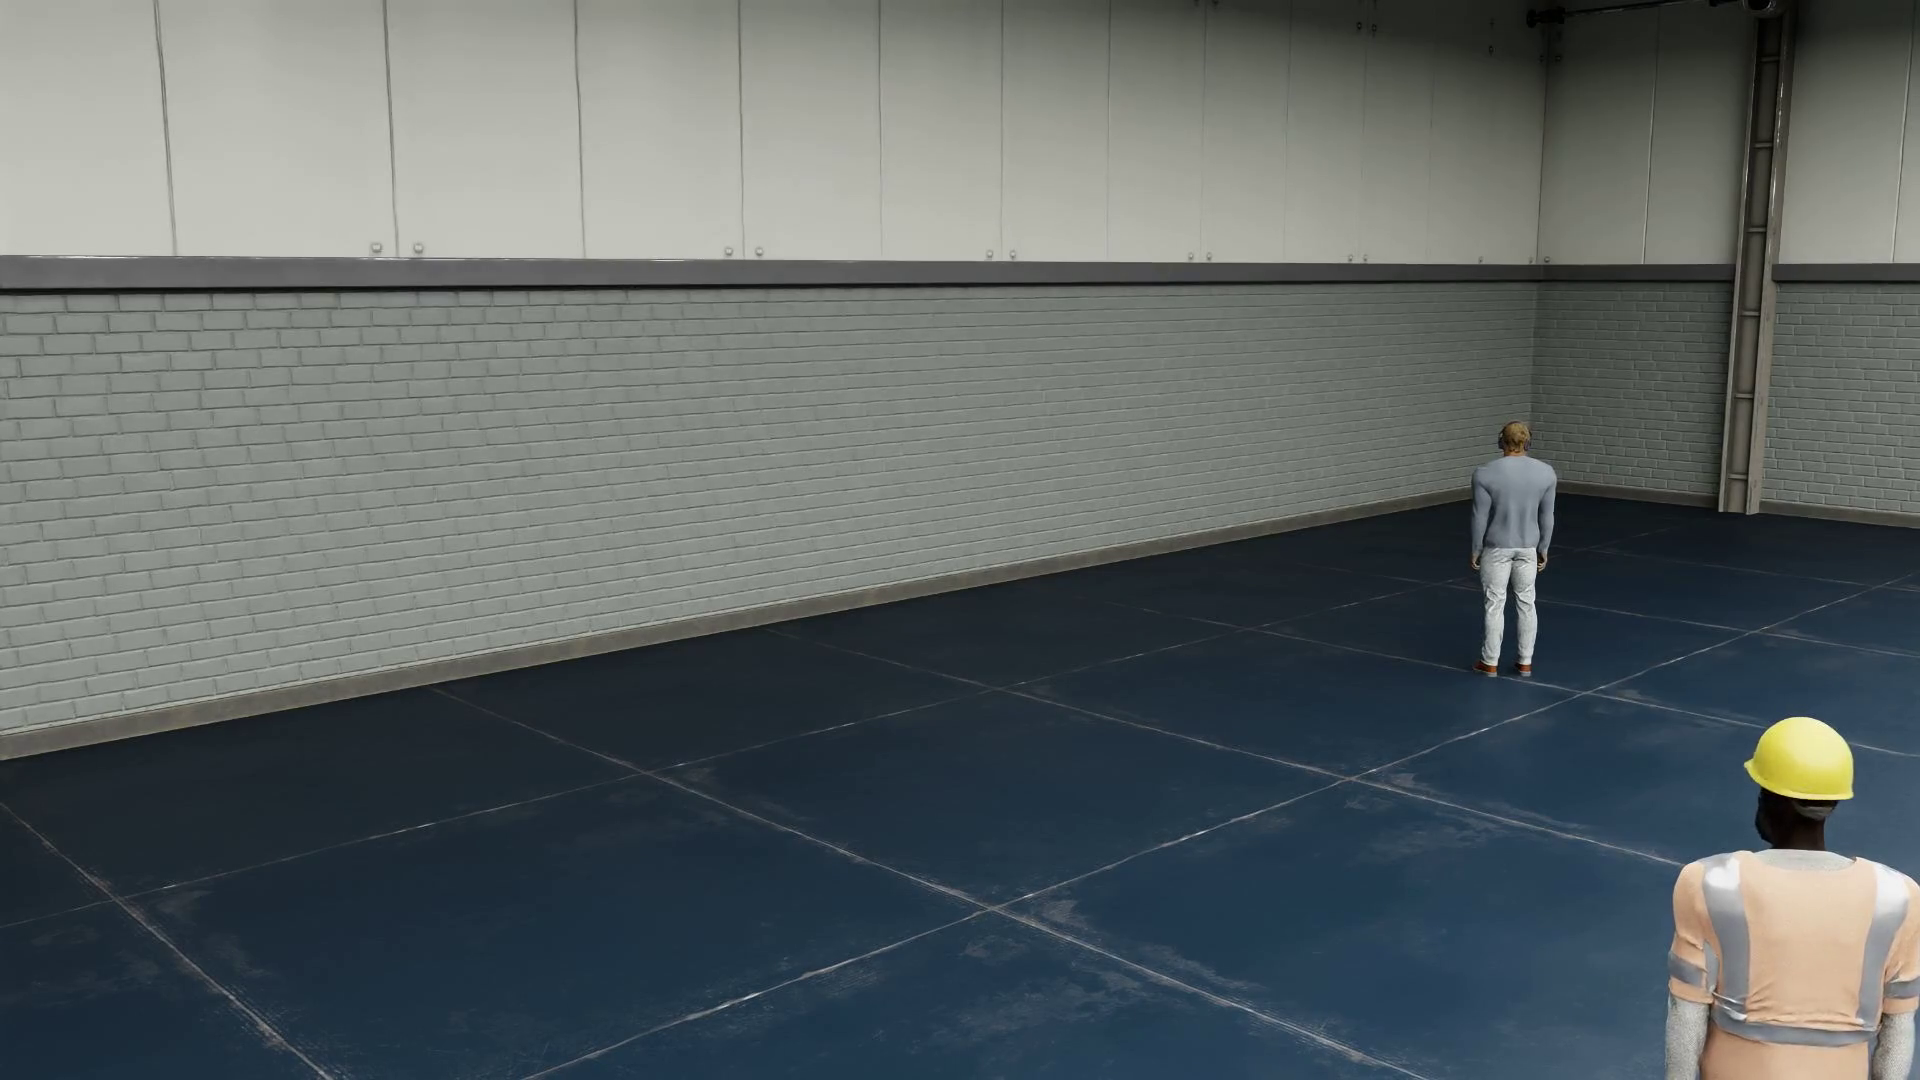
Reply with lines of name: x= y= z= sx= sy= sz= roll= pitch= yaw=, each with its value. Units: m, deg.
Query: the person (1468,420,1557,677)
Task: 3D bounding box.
person: x=4.116 y=0.069 z=12.461 sx=0.629 sy=1.940 sz=0.372 roll=0 pitch=9 yaw=-1

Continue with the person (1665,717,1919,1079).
person: x=2.095 y=1.396 z=4.250 sx=0.593 sy=1.930 sz=0.355 roll=2 pitch=9 yaw=10
